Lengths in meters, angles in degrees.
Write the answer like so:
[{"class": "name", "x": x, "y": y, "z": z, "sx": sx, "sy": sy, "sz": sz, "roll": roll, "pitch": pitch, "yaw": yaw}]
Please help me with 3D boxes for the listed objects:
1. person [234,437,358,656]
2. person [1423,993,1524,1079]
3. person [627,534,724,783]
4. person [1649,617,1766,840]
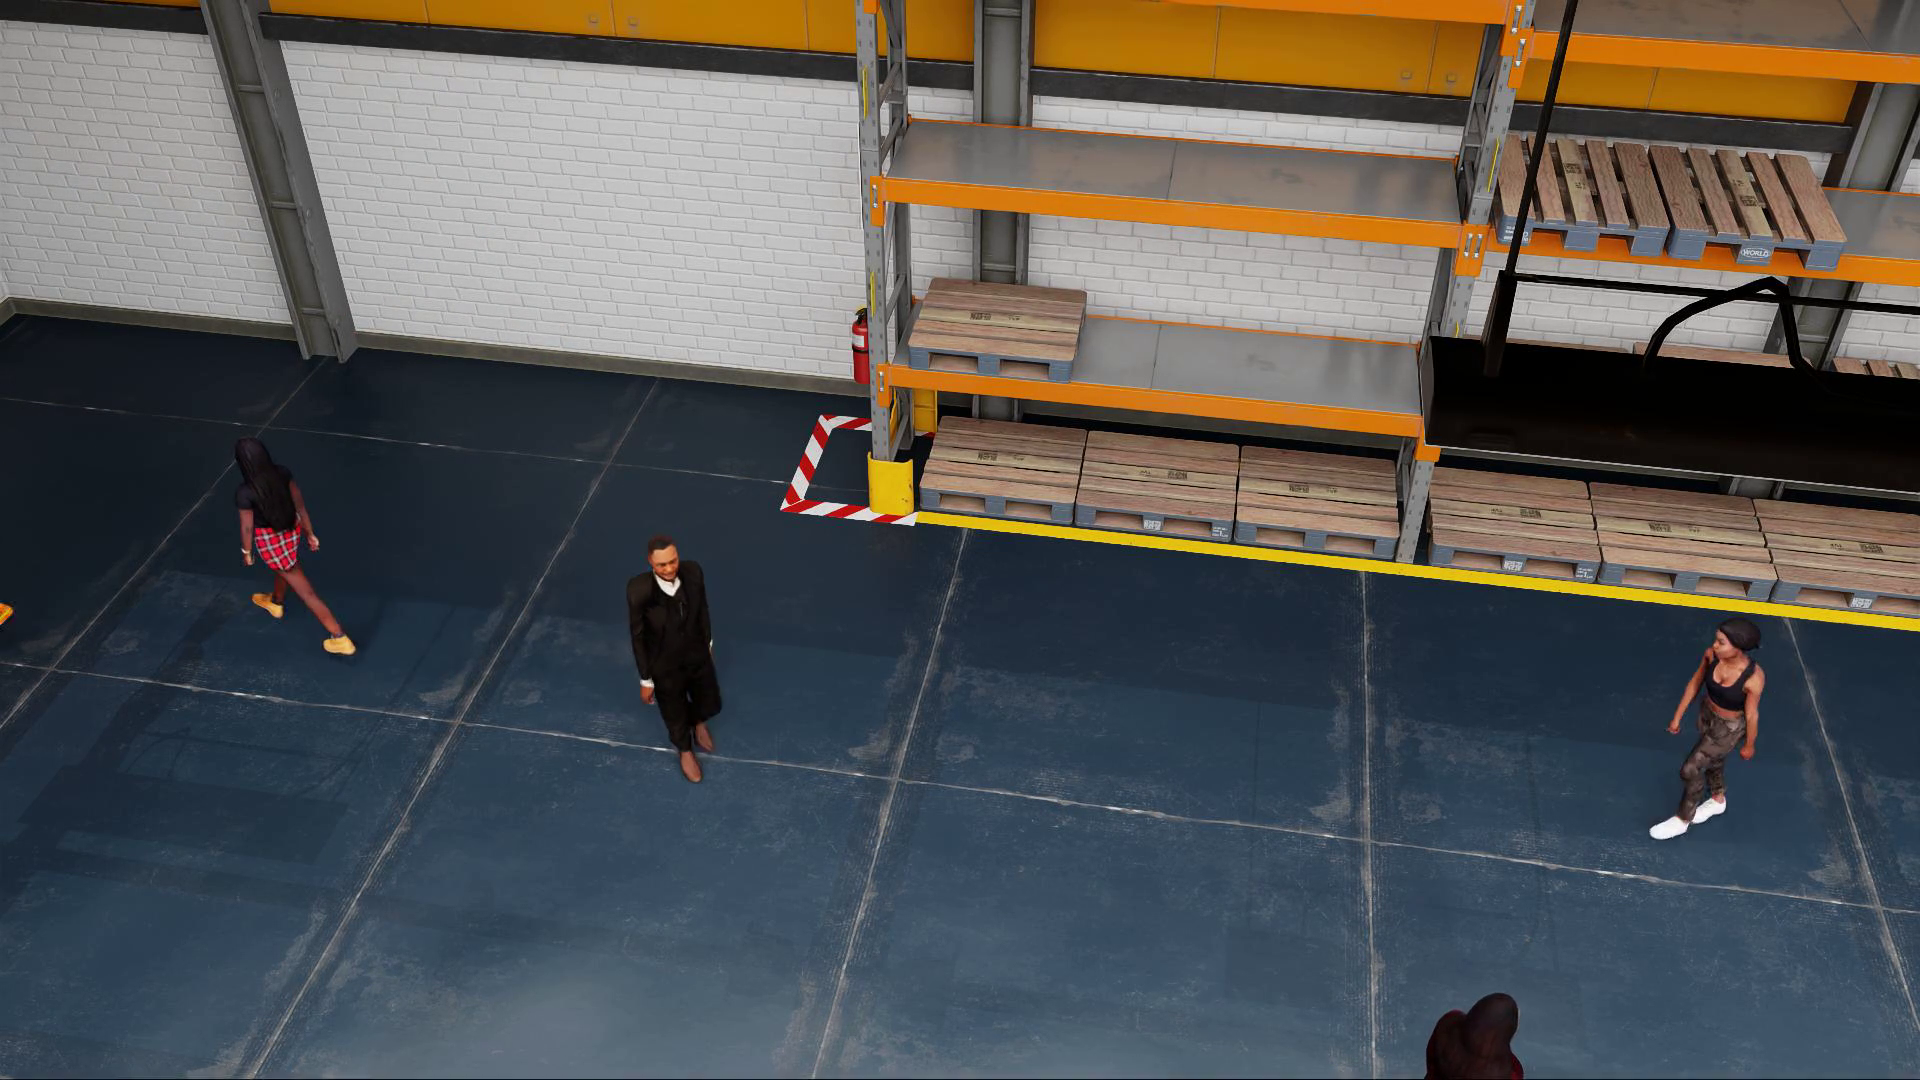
[{"class": "person", "x": -4.505, "y": 0.086, "z": 11.239, "sx": 1.298, "sy": 1.664, "sz": 0.820, "roll": 16, "pitch": 41, "yaw": 19}, {"class": "person", "x": 2.357, "y": 2.731, "z": 7.855, "sx": 0.801, "sy": 1.753, "sz": 0.762, "roll": -19, "pitch": 42, "yaw": -22}, {"class": "person", "x": -1.793, "y": 0.677, "z": 10.320, "sx": 0.867, "sy": 1.888, "sz": 0.933, "roll": -17, "pitch": 42, "yaw": -20}, {"class": "person", "x": 4.610, "y": 1.118, "z": 9.947, "sx": 0.939, "sy": 1.664, "sz": 0.809, "roll": -17, "pitch": 42, "yaw": -20}]
